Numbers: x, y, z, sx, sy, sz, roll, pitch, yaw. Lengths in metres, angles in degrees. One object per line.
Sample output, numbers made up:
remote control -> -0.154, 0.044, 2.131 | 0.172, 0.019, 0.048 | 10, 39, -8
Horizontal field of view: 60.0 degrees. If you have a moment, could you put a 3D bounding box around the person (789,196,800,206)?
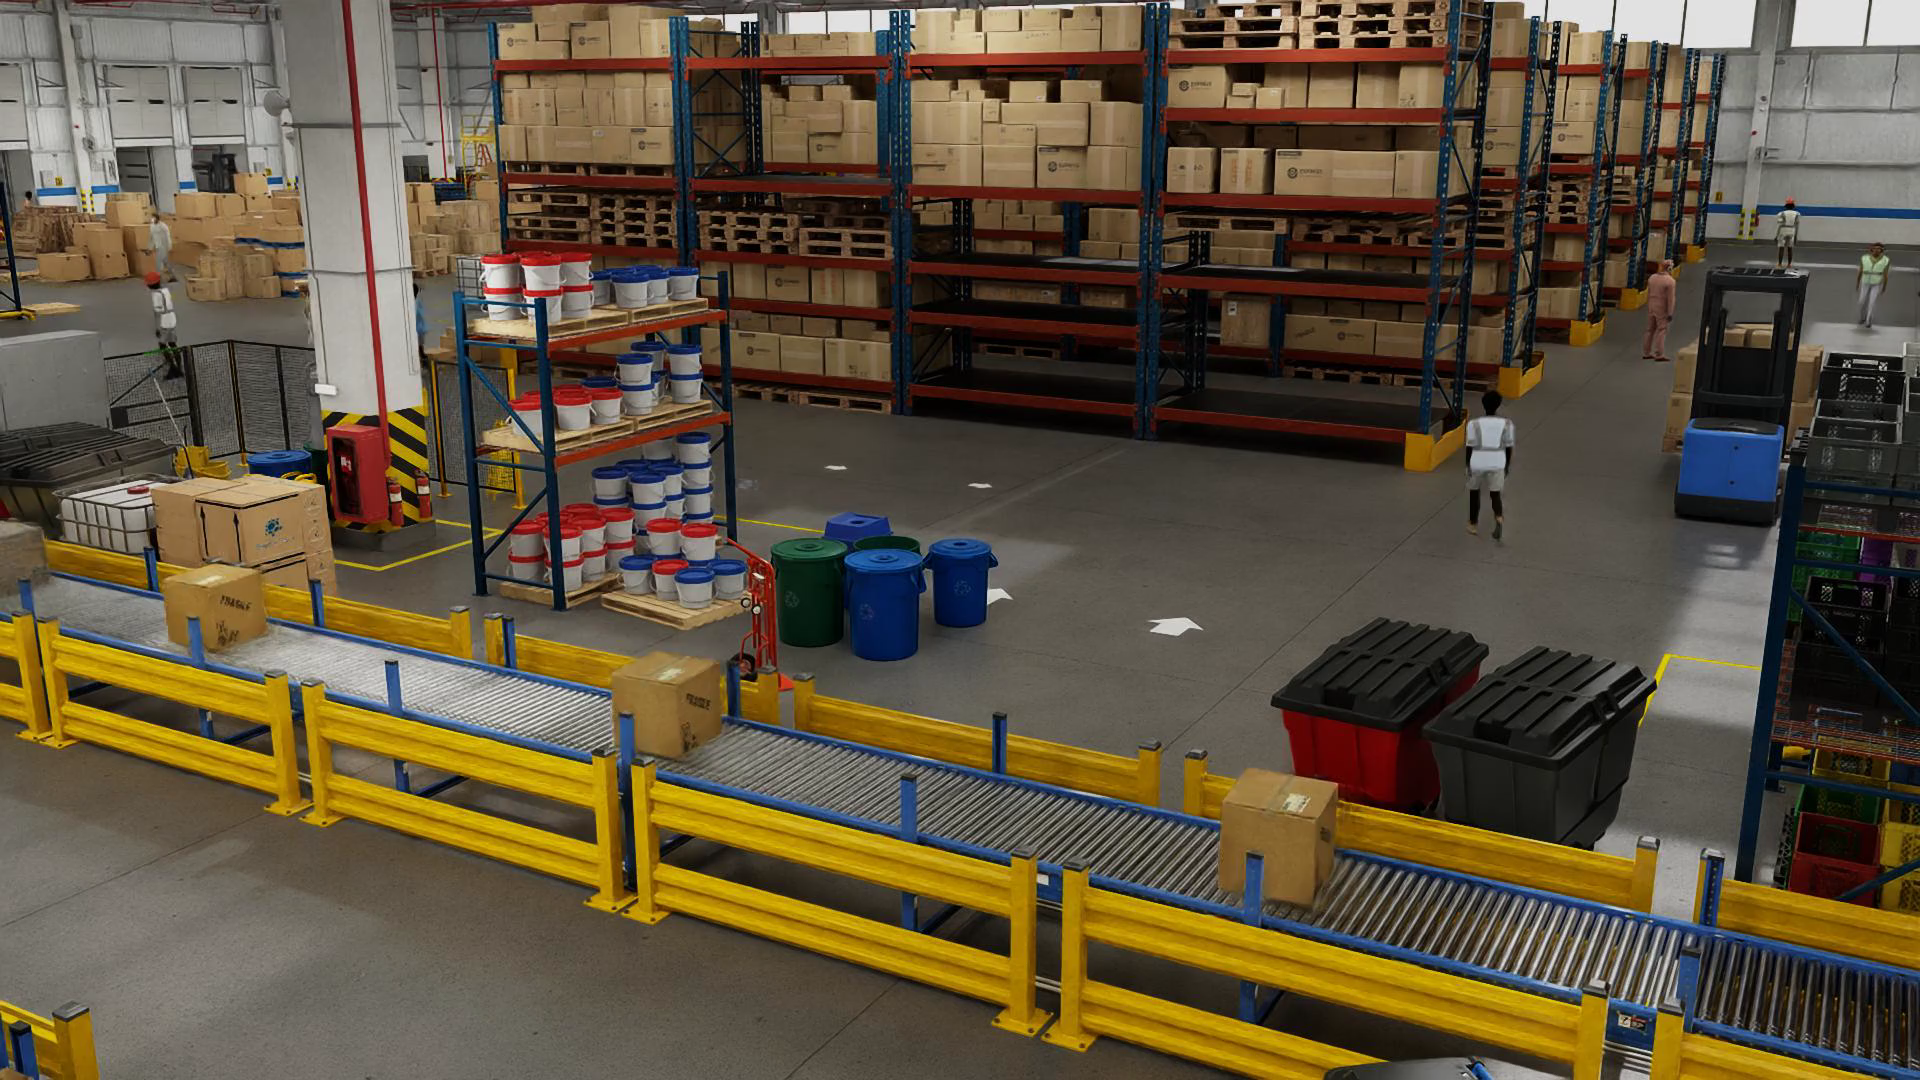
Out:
person -> -5.628, -10.717, 55.793 | 0.552, 1.613, 0.665 | 4, 15, 13

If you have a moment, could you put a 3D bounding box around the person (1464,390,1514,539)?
person -> 5.881, -0.821, 18.498 | 0.538, 1.681, 0.650 | 1, 15, 3

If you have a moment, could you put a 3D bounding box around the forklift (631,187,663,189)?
forklift -> -8.898, -9.150, 47.498 | 1.129, 2.768, 1.873 | 1, 15, 2

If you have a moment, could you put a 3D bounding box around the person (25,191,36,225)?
person -> -32.258, -11.265, 57.742 | 0.419, 1.684, 0.539 | -1, 15, -5

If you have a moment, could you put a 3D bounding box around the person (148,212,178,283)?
person -> -21.231, -7.727, 44.058 | 0.655, 1.879, 1.035 | 9, 17, 31

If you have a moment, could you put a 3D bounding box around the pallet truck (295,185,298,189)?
pallet truck -> -26.804, -14.617, 69.738 | 1.885, 1.965, 0.823 | -14, 20, -42

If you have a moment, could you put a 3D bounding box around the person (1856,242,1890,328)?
person -> 19.560, -5.471, 35.682 | 0.591, 1.826, 0.470 | 10, 18, 34

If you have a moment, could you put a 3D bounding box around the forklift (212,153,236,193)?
forklift -> -26.967, -12.815, 61.276 | 1.873, 2.768, 1.129 | 4, 15, 13

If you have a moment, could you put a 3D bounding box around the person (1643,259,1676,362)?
person -> 13.132, -4.295, 31.132 | 0.399, 1.900, 0.645 | -6, 16, -21

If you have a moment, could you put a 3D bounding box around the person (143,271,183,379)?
person -> -13.968, -3.782, 29.193 | 0.400, 1.912, 0.706 | -1, 15, -5

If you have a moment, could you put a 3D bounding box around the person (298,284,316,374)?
person -> -11.465, -3.739, 29.571 | 0.425, 1.621, 0.527 | -6, 16, -23

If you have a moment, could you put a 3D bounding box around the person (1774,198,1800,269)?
person -> 23.607, -8.726, 47.512 | 0.610, 2.040, 0.394 | 2, 15, 6

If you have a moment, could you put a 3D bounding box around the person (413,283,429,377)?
person -> -9.578, -3.677, 29.228 | 0.426, 1.676, 0.539 | 0, 15, -1

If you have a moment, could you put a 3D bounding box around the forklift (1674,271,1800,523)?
forklift -> 9.269, -1.763, 19.726 | 1.129, 2.768, 1.873 | 8, 17, 27

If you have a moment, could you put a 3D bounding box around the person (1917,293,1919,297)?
person -> 23.907, -6.738, 40.432 | 0.851, 1.841, 0.687 | 11, 19, 36
